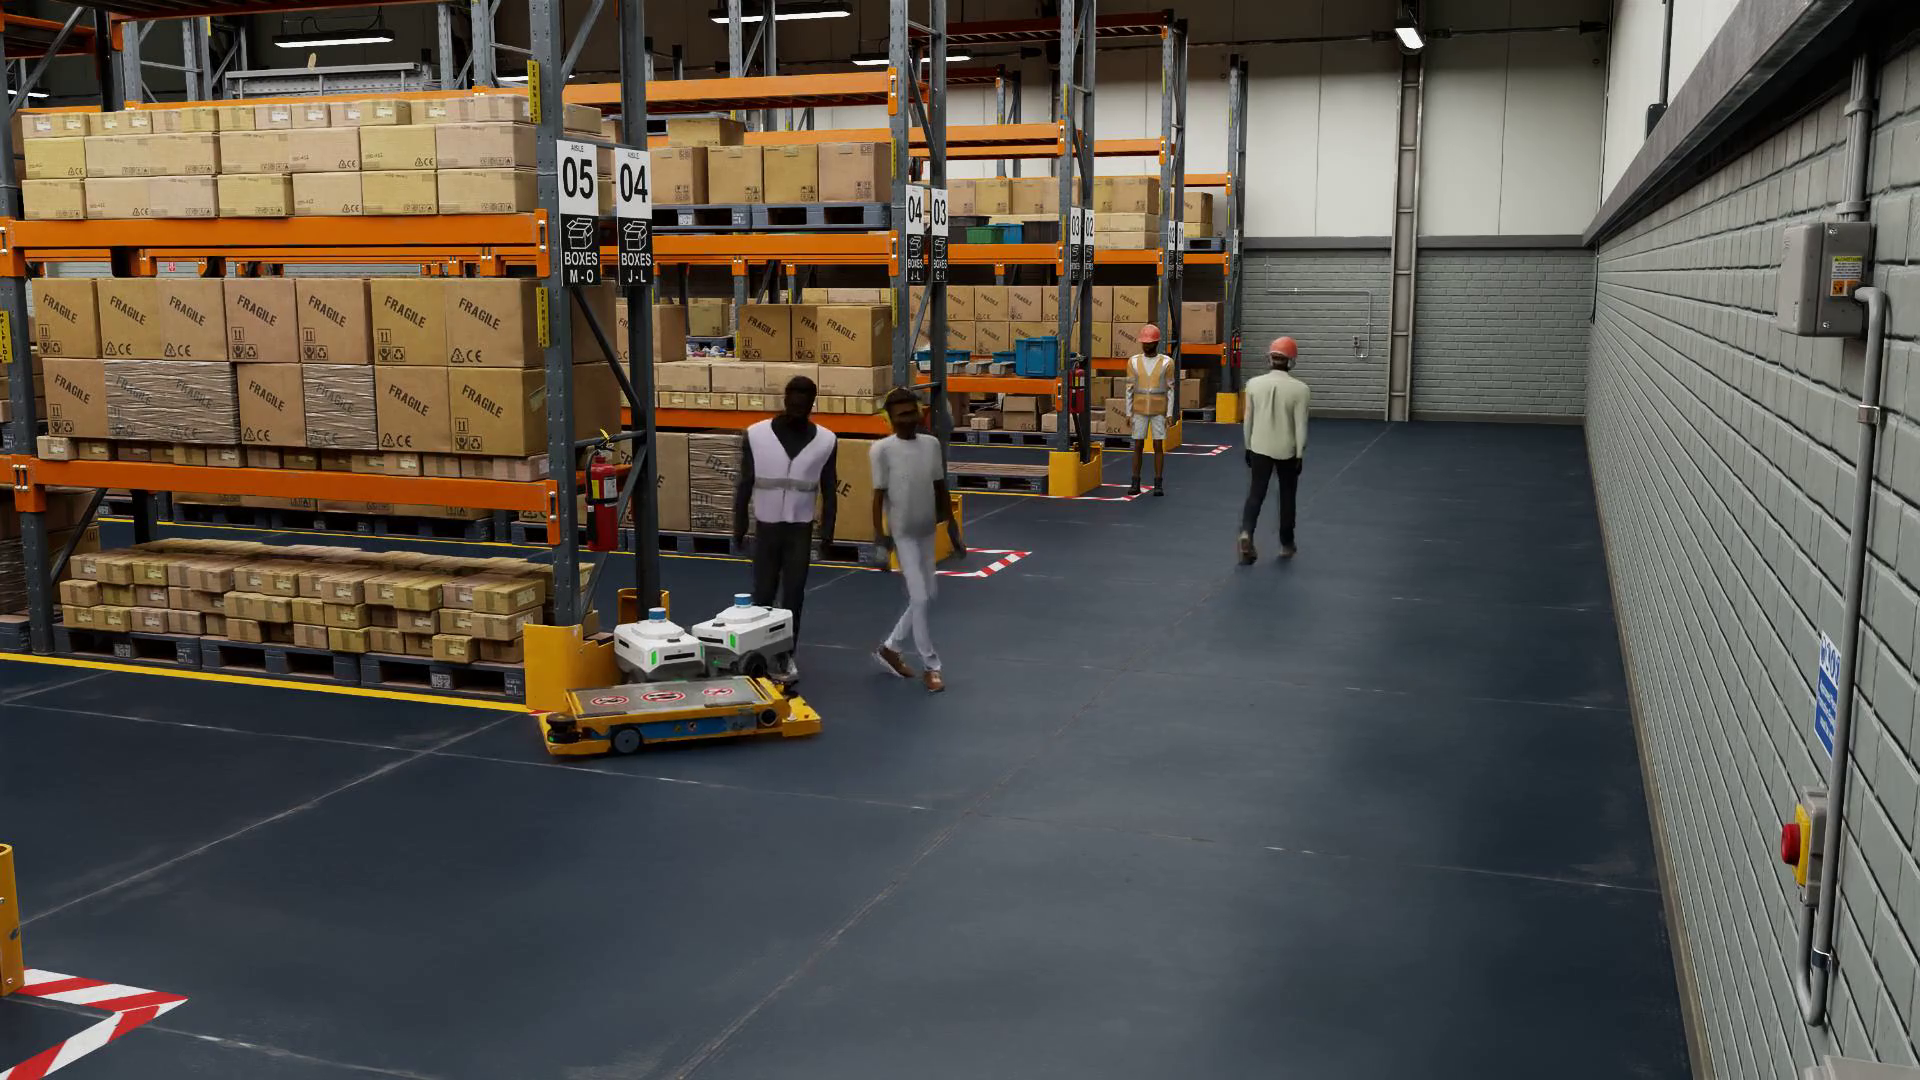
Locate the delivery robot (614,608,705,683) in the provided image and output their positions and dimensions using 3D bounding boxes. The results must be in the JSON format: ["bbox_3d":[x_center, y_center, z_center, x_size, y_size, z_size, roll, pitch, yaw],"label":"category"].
[{"bbox_3d":[-1.755,0.638,9.673,0.477,0.478,0.707,-5,11,-30],"label":"delivery robot"}]

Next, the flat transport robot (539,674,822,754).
[{"bbox_3d":[-1.523,0.932,9.013,1.431,0.197,0.652,-3,10,-18],"label":"flat transport robot"}]

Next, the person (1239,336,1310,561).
[{"bbox_3d":[2.722,-0.792,14.524,0.616,1.969,0.906,5,10,29],"label":"person"}]

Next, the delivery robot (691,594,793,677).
[{"bbox_3d":[-1.315,0.569,10.100,0.477,0.478,0.707,5,10,26],"label":"delivery robot"}]

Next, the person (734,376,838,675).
[{"bbox_3d":[-1.076,-0.082,10.354,0.637,1.879,0.585,-2,9,-14],"label":"person"}]

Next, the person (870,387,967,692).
[{"bbox_3d":[-0.278,-0.019,10.130,0.596,1.827,0.648,-8,12,-40],"label":"person"}]

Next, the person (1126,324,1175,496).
[{"bbox_3d":[2.133,-1.453,18.718,0.549,1.933,0.373,2,9,13],"label":"person"}]

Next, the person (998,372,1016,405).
[{"bbox_3d":[0.754,-2.975,28.380,0.575,1.883,0.362,-6,11,-34],"label":"person"}]

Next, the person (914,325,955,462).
[{"bbox_3d":[-0.328,-1.767,20.811,0.718,1.896,0.629,5,10,28],"label":"person"}]
